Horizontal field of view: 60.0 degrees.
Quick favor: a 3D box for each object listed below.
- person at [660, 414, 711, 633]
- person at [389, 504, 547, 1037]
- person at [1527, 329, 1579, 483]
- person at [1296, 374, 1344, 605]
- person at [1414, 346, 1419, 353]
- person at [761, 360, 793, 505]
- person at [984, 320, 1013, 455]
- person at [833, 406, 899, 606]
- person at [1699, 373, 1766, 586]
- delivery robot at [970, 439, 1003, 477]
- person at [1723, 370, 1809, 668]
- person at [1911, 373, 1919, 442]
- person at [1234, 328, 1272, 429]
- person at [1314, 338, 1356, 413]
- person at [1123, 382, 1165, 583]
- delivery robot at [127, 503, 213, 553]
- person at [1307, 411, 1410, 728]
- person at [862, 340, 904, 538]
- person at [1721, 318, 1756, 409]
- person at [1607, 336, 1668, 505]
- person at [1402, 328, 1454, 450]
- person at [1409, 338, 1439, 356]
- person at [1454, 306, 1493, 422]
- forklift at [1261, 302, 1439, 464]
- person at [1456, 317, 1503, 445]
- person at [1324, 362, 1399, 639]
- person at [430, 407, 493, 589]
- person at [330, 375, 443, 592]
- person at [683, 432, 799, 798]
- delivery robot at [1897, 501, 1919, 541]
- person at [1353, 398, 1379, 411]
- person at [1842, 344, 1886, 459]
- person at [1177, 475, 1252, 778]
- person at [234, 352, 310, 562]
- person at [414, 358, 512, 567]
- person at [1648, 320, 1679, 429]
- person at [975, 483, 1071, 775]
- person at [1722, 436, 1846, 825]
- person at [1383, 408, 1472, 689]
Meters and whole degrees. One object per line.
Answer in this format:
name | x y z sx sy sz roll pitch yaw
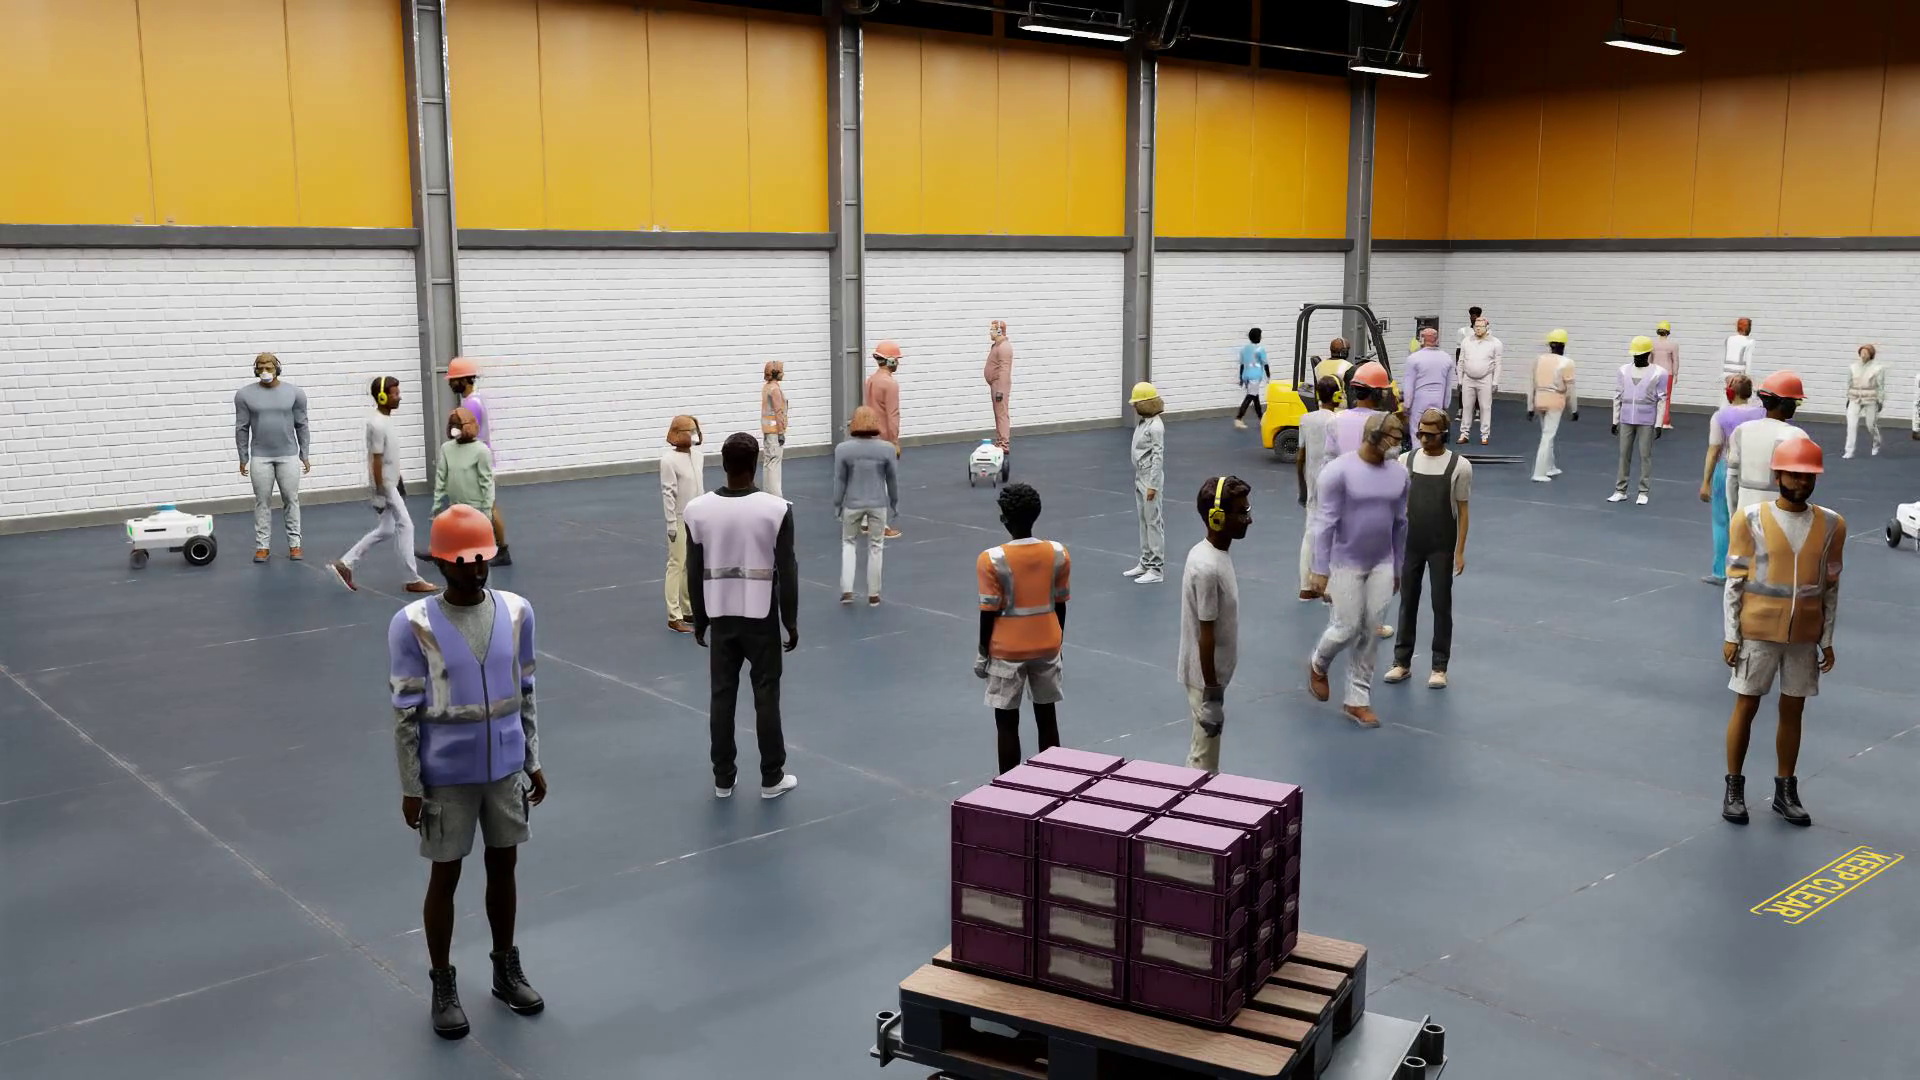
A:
person | -2.062 -0.131 12.535 0.286 1.636 0.499 4 11 23
person | -1.766 0.824 6.059 0.552 1.936 0.360 -8 12 -39
person | 7.457 -1.678 20.824 0.882 1.893 0.594 -6 12 -33
person | 2.965 -0.410 13.490 0.310 1.868 0.531 -9 13 -43
person | 7.002 -2.345 25.115 0.328 1.767 0.530 -2 10 -9
person | -2.099 -1.208 18.829 0.306 1.640 0.522 -4 10 -22
person | 0.541 -2.164 23.651 0.407 1.908 0.641 -1 10 -5
person | -0.749 -0.264 13.339 0.522 1.632 0.345 0 10 -1
person | 6.573 -0.500 14.134 0.568 1.833 0.435 -4 10 -20
delivery robot | 0.334 -1.003 20.528 0.477 0.478 0.707 1 10 8
person | 5.563 -0.147 11.438 0.395 2.042 0.611 -4 10 -22
person | 10.953 -1.270 18.632 0.844 1.836 0.600 -7 12 -35
person | 4.801 -2.639 27.182 0.893 1.648 0.531 -5 11 -28
person | 4.528 -1.499 19.947 0.429 1.844 0.626 -7 12 -34
person | 1.601 -0.497 14.392 0.310 1.735 0.484 -2 10 -9
delivery robot | -7.215 -0.093 15.199 0.707 0.478 0.477 -4 11 -24
person | 2.400 0.158 10.061 0.648 1.903 0.572 -3 10 -18
person | -0.758 -1.013 16.723 0.437 1.981 0.629 -4 11 -24
person | 12.078 -2.506 25.781 0.619 1.866 0.598 -5 11 -28
person | 7.703 -1.361 18.914 0.586 1.917 0.381 9 13 42
person | 5.948 -1.745 21.225 0.649 1.901 0.399 -3 10 -15
person | 7.165 -2.465 25.593 0.429 1.846 0.629 -3 10 -20
person | 8.742 -2.998 28.352 0.601 1.967 0.369 4 11 23
forklift | 5.320 -2.157 22.763 2.313 2.155 1.214 3 10 16
person | 7.738 -2.369 24.848 0.641 1.908 0.409 6 11 30
person | 2.982 -0.289 12.273 0.389 2.041 0.614 -9 13 -42
person | -3.921 -0.238 13.191 0.516 1.633 0.307 5 11 29
person | -4.815 -0.454 13.840 0.828 1.843 0.538 -3 10 -16
person | -1.124 0.399 8.622 0.590 1.915 0.392 1 10 8
delivery robot | 9.178 -0.192 15.781 0.477 0.478 0.707 2 10 12
person | 3.797 -0.608 15.354 0.437 1.628 0.518 0 10 -3
person | 12.661 -1.940 23.222 0.743 1.610 0.521 -8 12 -39
person | 1.115 0.640 7.342 0.315 1.869 0.526 1 10 9
person | -6.336 -0.765 15.361 0.637 1.938 0.355 -3 10 -19
person | -4.497 -0.683 14.978 0.870 1.895 0.553 -3 10 -19
person | 11.421 -2.681 27.077 0.525 1.772 0.302 7 12 37
person | 0.311 0.556 8.345 0.532 1.694 0.319 -5 11 -28
person | 4.069 0.449 8.242 0.544 1.943 0.347 1 10 7
person | 3.061 0.050 10.883 0.504 1.839 0.344 6 11 32
